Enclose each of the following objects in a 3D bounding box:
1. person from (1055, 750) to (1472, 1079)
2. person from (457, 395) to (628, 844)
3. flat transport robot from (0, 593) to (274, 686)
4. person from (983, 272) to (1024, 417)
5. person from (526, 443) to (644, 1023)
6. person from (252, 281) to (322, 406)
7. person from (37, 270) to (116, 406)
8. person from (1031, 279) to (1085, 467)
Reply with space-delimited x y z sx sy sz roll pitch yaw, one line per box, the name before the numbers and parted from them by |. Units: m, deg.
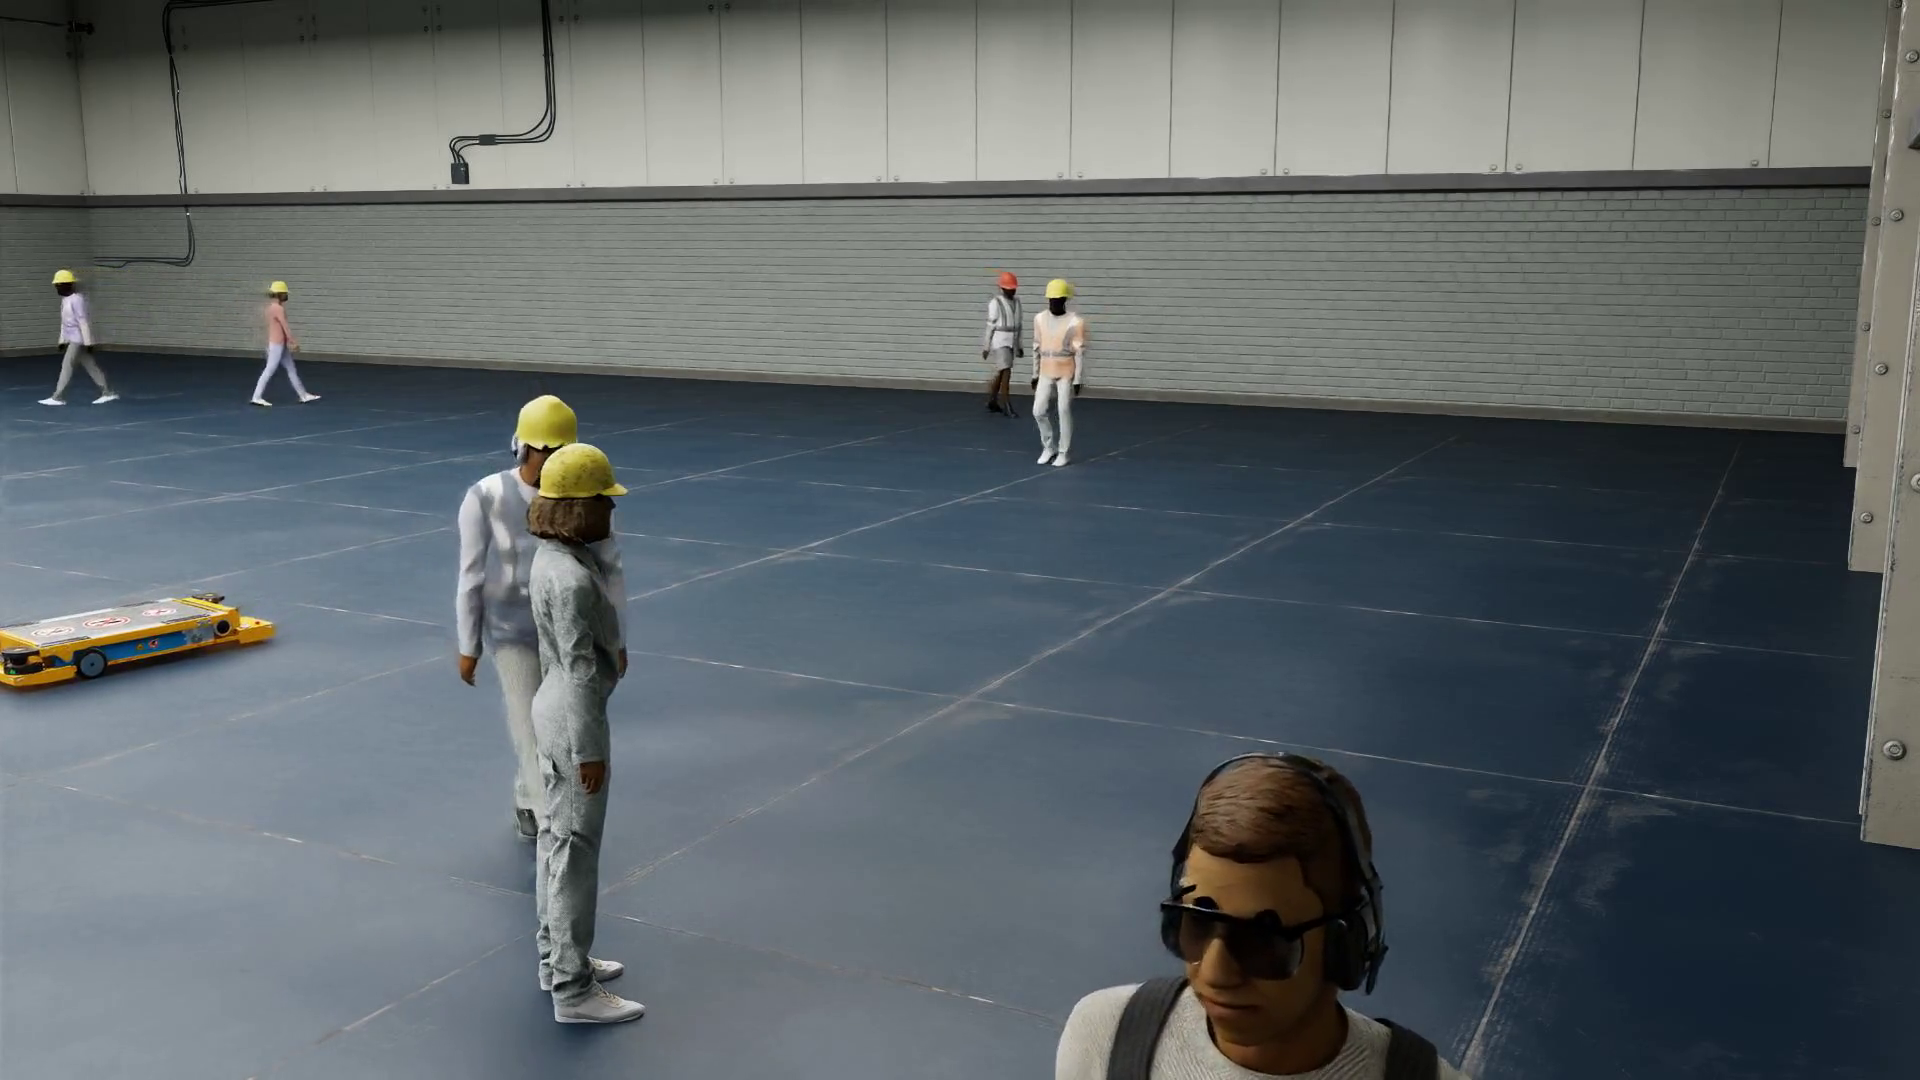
person | 0.316 1.117 1.820 0.517 1.851 0.375 5 12 27
person | -1.521 0.349 6.171 0.604 1.766 0.965 -7 13 -35
flat transport robot | -4.667 0.533 9.262 0.652 0.197 1.431 8 13 37
person | 0.533 -2.557 21.742 0.751 1.895 0.613 9 14 40
person | -1.137 0.574 5.024 0.317 1.742 0.492 -4 11 -21
person | -9.418 -2.715 23.042 0.932 1.720 0.538 -6 12 -28
person | -12.279 -2.793 23.050 1.009 1.870 0.608 -8 13 -37
person | 0.970 -1.683 16.867 0.631 1.907 0.506 6 12 30
